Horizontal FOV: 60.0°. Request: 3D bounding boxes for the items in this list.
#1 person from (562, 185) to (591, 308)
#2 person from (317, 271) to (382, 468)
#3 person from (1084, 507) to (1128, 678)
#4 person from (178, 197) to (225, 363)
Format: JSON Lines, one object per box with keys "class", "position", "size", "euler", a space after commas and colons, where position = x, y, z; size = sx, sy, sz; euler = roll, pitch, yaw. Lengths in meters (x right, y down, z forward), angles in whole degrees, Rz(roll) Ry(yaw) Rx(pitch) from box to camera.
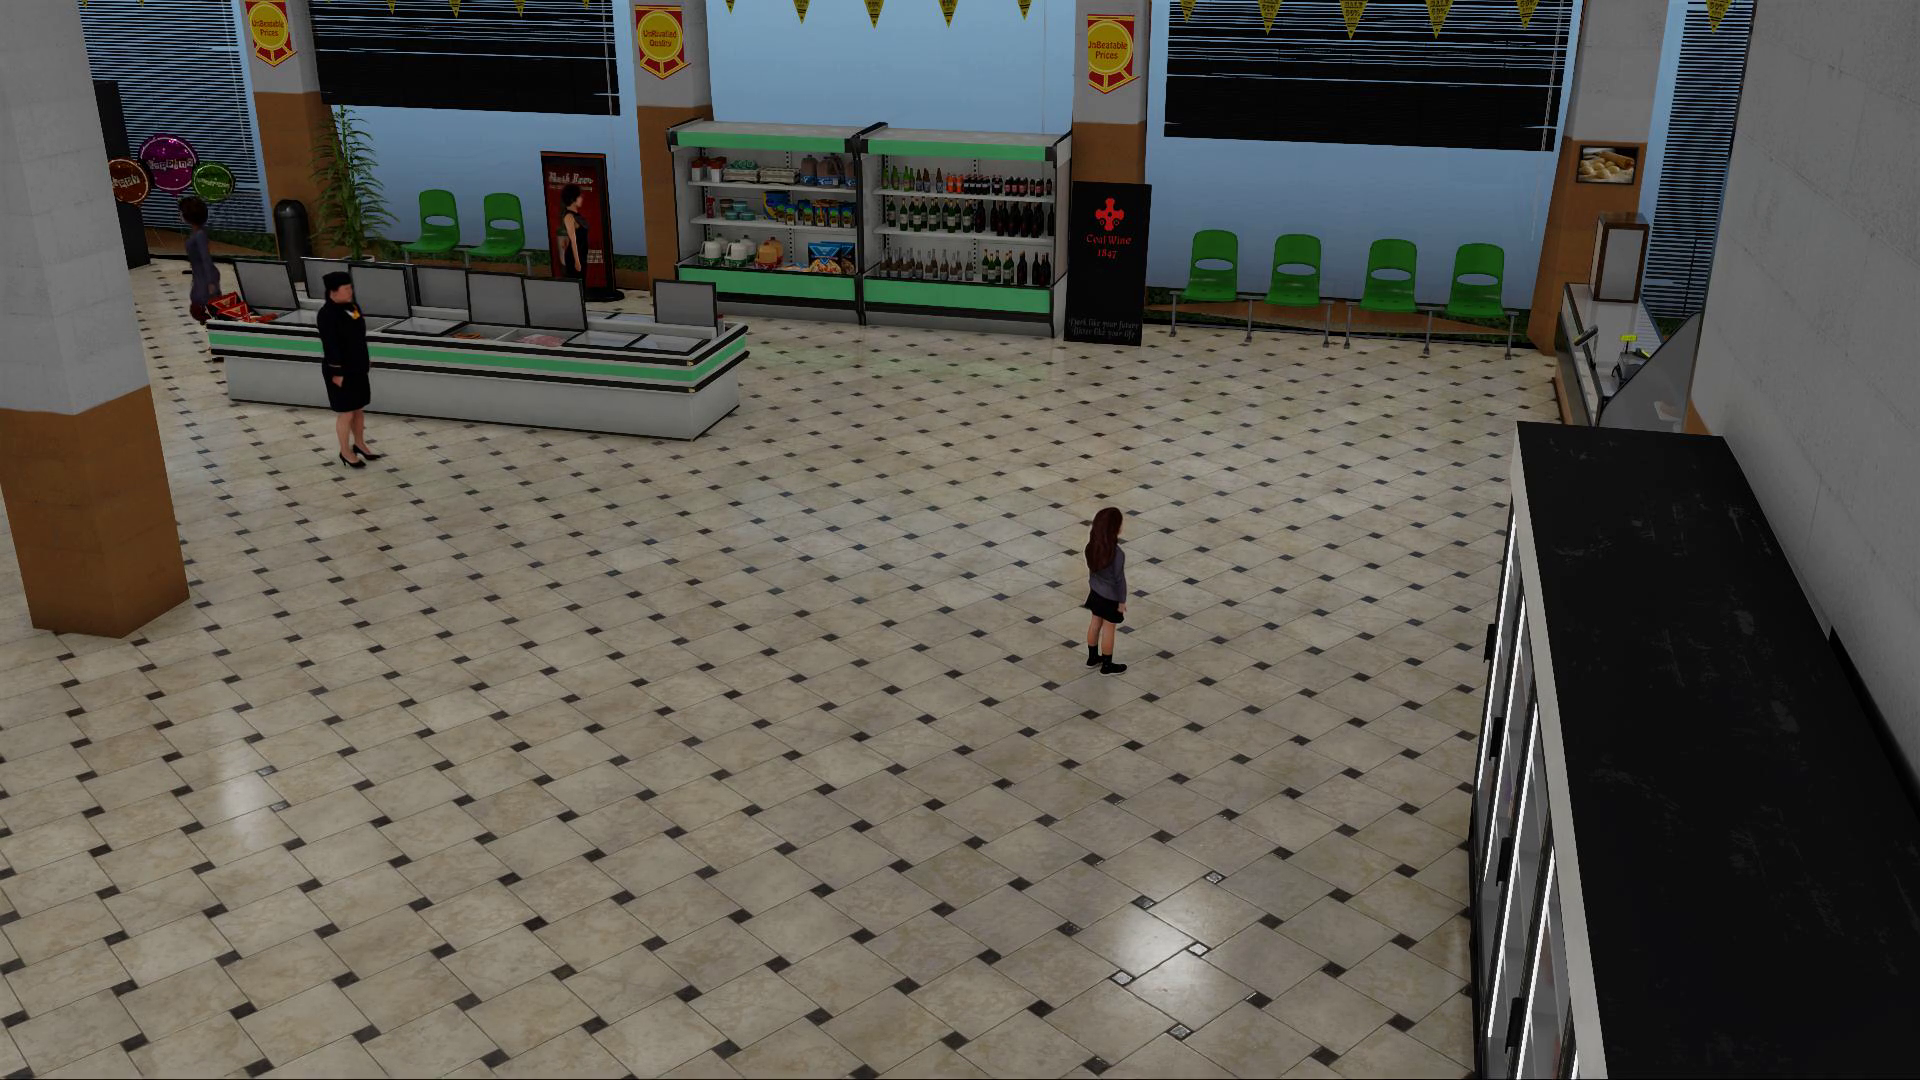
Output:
{"class": "person", "position": [-4.188, -3.068, 18.145], "size": [0.627, 1.604, 0.649], "euler": [-2, 22, -6]}
{"class": "person", "position": [-5.169, -1.439, 14.001], "size": [0.625, 1.671, 0.685], "euler": [4, 22, 11]}
{"class": "person", "position": [0.913, 0.306, 10.414], "size": [0.594, 1.106, 0.526], "euler": [-14, 26, -30]}
{"class": "person", "position": [-7.586, -2.640, 16.947], "size": [0.742, 1.702, 0.696], "euler": [-8, 23, -19]}
